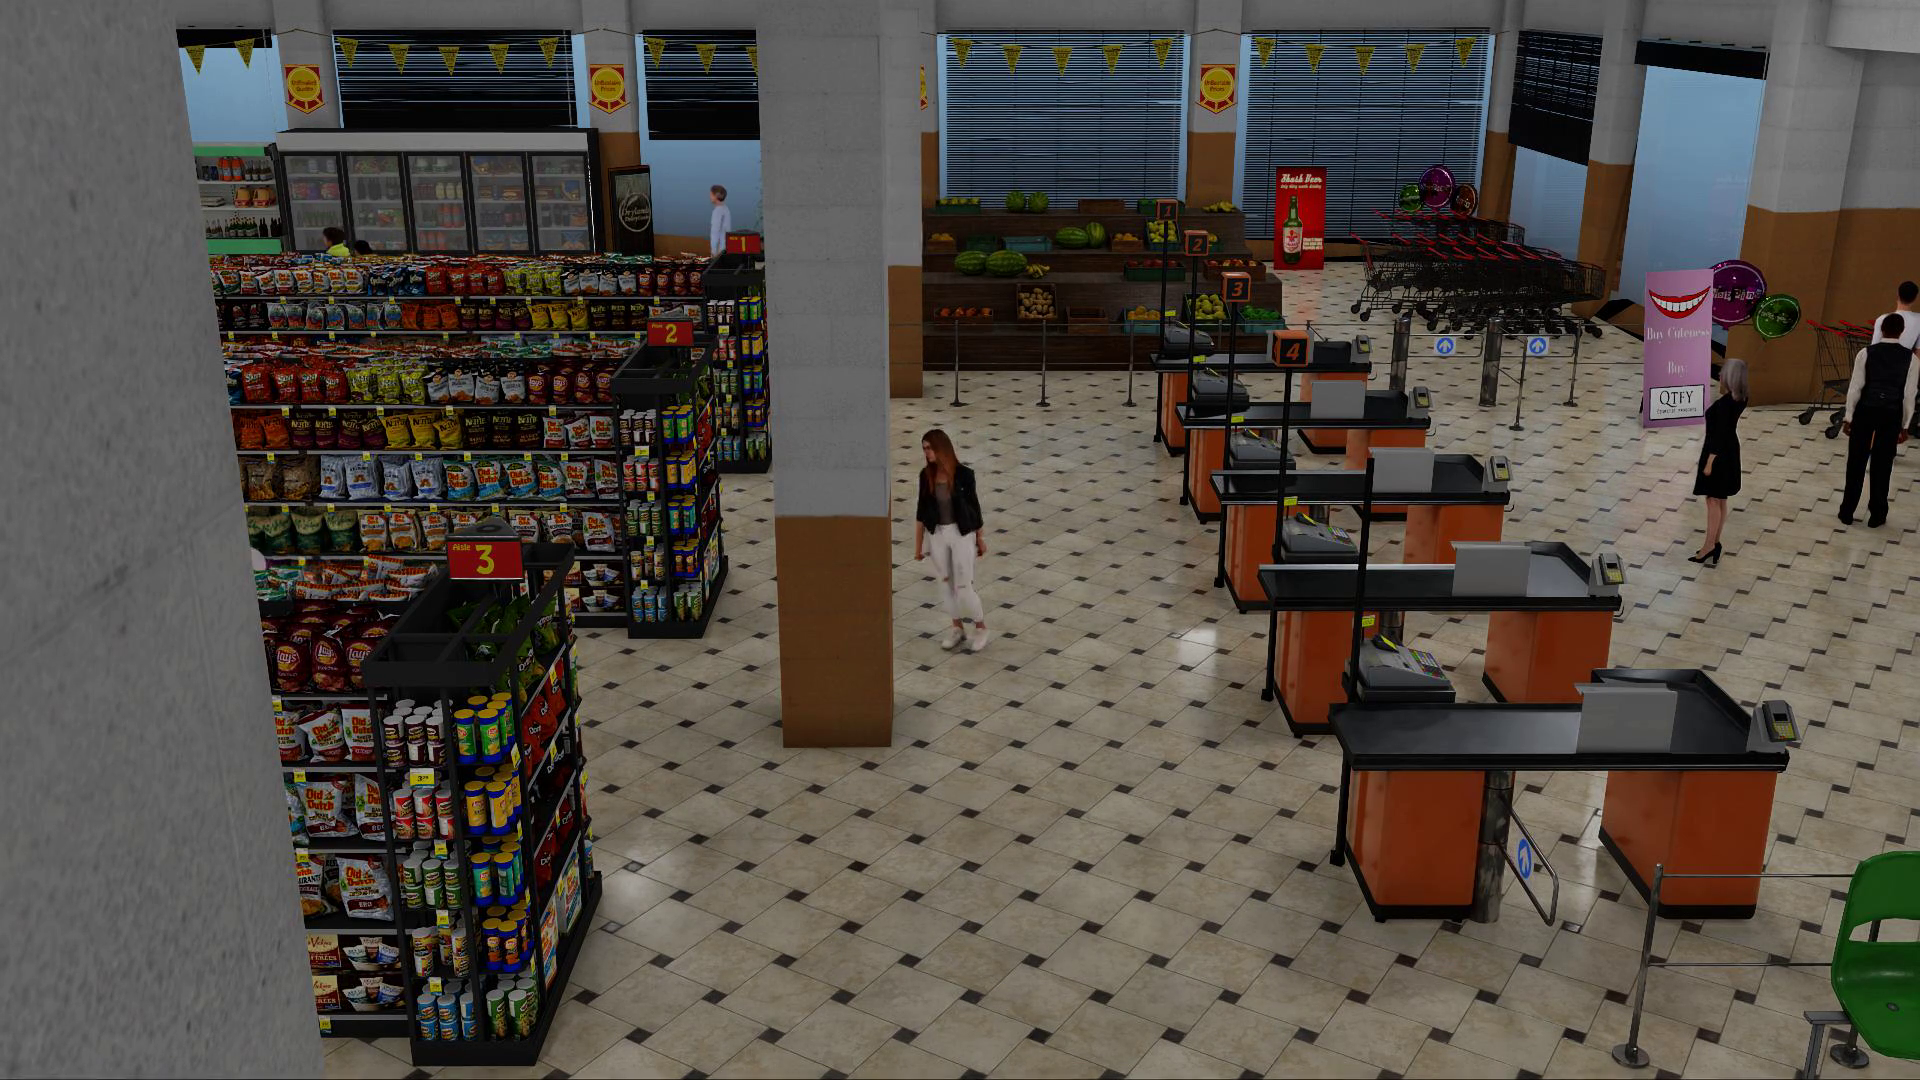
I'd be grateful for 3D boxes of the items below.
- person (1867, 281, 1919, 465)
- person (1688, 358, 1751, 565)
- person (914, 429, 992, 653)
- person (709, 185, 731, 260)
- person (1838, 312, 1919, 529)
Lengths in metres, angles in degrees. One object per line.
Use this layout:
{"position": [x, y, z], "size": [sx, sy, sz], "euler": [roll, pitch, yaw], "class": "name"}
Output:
{"position": [9.384, -1.683, 16.740], "size": [0.546, 1.851, 0.769], "euler": [3, 19, 9], "class": "person"}
{"position": [6.336, -0.664, 13.882], "size": [0.754, 1.746, 0.705], "euler": [15, 24, 38], "class": "person"}
{"position": [-0.020, 0.002, 12.020], "size": [0.702, 1.673, 0.824], "euler": [3, 19, 10], "class": "person"}
{"position": [-3.395, -4.180, 24.111], "size": [1.027, 1.873, 0.651], "euler": [0, 19, 1], "class": "person"}
{"position": [8.175, -1.076, 14.836], "size": [0.704, 1.917, 0.843], "euler": [10, 21, 27], "class": "person"}
